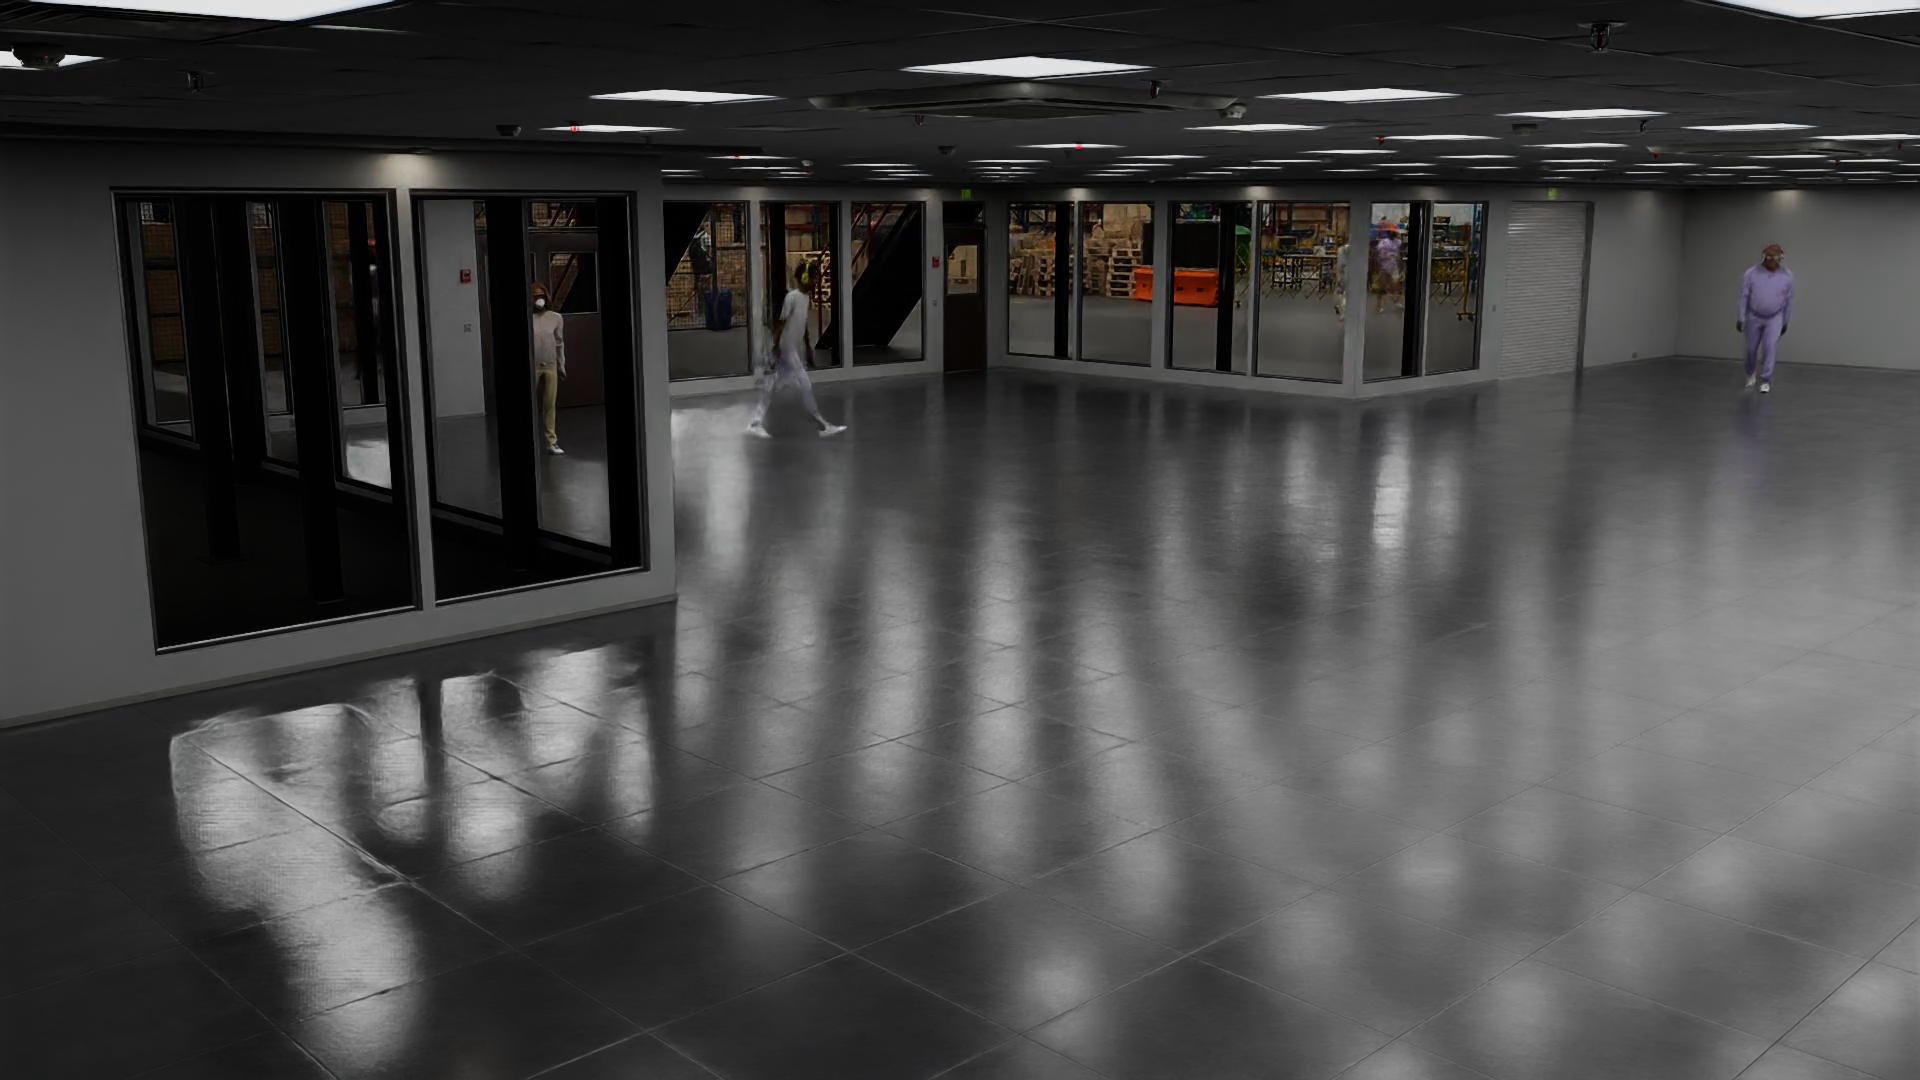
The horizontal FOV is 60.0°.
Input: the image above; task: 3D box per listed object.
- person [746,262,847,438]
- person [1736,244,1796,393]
[{"bbox_3d":[-1.705,-1.911,16.876,1.058,1.787,0.516,1,11,5],"label":"person"},{"bbox_3d":[10.275,-2.840,21.248,0.649,1.884,0.712,5,12,24],"label":"person"}]
